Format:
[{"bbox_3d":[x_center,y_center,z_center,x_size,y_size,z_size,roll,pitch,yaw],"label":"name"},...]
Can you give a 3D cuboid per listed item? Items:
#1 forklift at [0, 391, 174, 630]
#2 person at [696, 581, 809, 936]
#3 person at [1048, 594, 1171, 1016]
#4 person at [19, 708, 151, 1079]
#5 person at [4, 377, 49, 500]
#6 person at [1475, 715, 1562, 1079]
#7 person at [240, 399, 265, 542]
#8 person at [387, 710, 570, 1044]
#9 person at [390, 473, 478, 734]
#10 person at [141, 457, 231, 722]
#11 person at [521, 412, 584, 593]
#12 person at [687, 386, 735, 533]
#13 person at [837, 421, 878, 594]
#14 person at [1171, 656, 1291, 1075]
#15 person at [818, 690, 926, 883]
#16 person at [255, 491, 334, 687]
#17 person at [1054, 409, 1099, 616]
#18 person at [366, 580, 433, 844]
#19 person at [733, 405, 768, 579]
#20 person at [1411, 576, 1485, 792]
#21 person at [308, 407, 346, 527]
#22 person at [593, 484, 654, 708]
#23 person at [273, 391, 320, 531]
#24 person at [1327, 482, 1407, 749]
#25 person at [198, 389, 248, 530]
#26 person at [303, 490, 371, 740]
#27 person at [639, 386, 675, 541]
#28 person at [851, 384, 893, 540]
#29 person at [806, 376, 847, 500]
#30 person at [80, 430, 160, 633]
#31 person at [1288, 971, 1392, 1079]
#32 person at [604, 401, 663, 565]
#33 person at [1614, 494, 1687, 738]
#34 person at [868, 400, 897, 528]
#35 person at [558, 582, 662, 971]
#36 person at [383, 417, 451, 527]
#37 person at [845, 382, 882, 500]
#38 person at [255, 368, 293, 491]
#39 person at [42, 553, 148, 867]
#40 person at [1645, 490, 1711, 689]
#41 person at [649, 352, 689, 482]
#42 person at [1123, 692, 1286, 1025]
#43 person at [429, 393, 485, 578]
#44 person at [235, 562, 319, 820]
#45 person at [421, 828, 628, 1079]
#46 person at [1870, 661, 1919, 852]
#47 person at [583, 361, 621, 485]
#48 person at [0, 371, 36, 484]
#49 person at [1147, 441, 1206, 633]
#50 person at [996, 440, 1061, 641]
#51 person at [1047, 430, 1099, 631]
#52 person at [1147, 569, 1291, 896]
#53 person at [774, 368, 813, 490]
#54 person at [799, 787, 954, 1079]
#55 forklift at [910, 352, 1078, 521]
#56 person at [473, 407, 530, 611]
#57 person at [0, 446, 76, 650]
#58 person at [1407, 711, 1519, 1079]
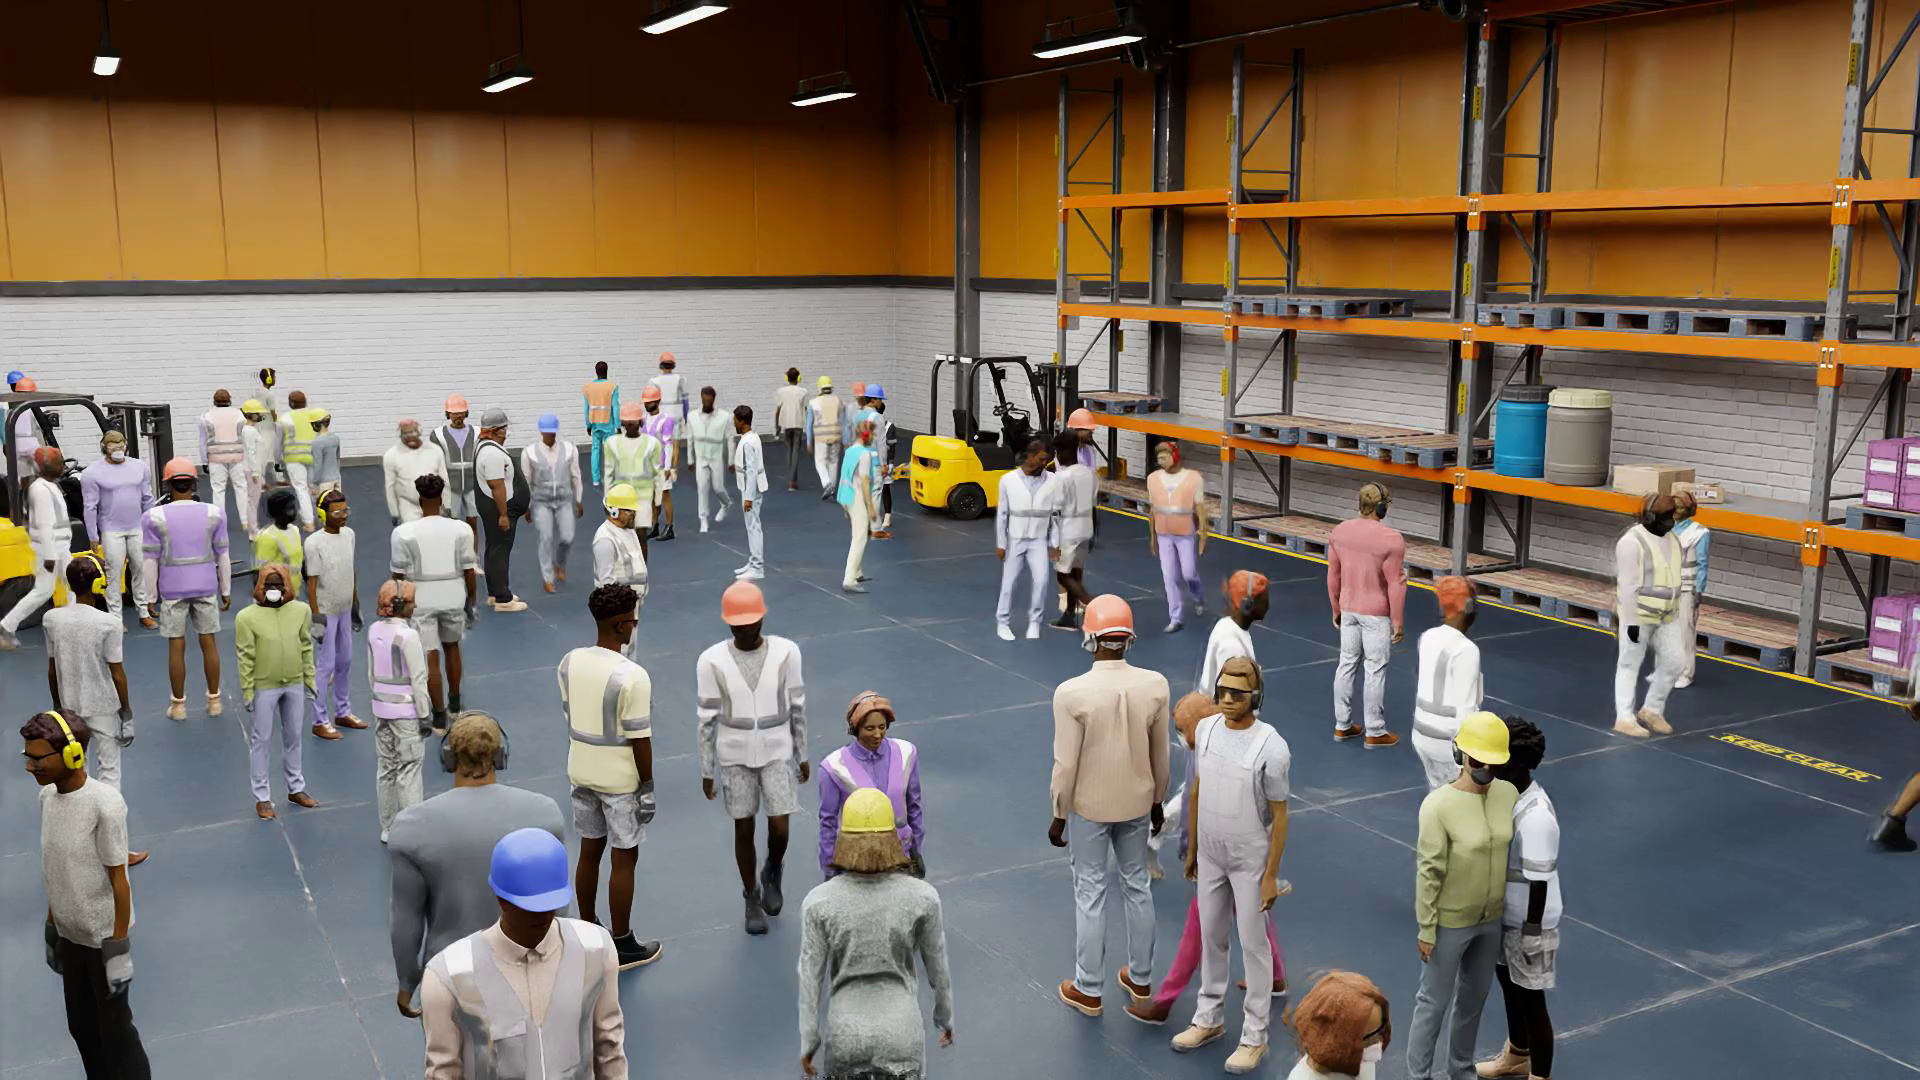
[{"bbox_3d":[-9.026,-0.363,16.508,1.214,2.155,2.313,6,11,29],"label":"forklift"},{"bbox_3d":[-1.078,1.139,8.695,0.581,1.914,0.489,-2,10,-9],"label":"person"},{"bbox_3d":[0.696,1.240,7.856,0.622,1.992,0.396,-4,11,-23],"label":"person"},{"bbox_3d":[-3.392,1.556,6.457,0.523,1.856,0.341,6,11,30],"label":"person"},{"bbox_3d":[-12.215,-1.166,21.870,0.544,1.939,0.372,0,10,2],"label":"person"},{"bbox_3d":[2.328,1.554,6.951,0.323,1.690,0.547,0,10,-1],"label":"person"},{"bbox_3d":[-8.723,-0.861,20.609,0.312,1.767,0.533,-4,10,-20],"label":"person"},{"bbox_3d":[-1.758,1.575,6.135,0.641,1.928,0.386,-5,11,-25],"label":"person"},{"bbox_3d":[-3.978,0.459,12.518,0.610,1.942,0.731,-6,11,-31],"label":"person"},{"bbox_3d":[-5.908,0.377,12.741,0.611,2.030,0.410,-7,12,-34],"label":"person"},{"bbox_3d":[-4.281,-0.393,17.469,0.659,1.922,0.538,-4,11,-23],"label":"person"},{"bbox_3d":[-3.192,-1.066,21.459,0.643,1.887,0.699,1,10,7],"label":"person"},{"bbox_3d":[-1.093,-0.361,17.687,0.532,1.793,0.765,-4,10,-19],"label":"person"},{"bbox_3d":[1.199,1.408,7.316,0.345,1.847,0.506,-9,13,-43],"label":"person"},{"bbox_3d":[-0.402,1.474,7.556,0.520,1.630,0.325,-6,11,-30],"label":"person"},{"bbox_3d":[-5.460,0.418,13.545,0.849,1.649,0.552,0,10,1],"label":"person"},{"bbox_3d":[1.187,-0.280,16.464,0.378,2.045,0.605,7,12,35],"label":"person"},{"bbox_3d":[-3.356,1.049,9.987,0.513,1.637,0.313,8,13,39],"label":"person"},{"bbox_3d":[-2.302,-0.525,18.252,0.398,1.915,0.589,-1,10,-6],"label":"person"},{"bbox_3d":[2.641,1.127,8.913,0.404,1.856,0.673,-1,10,-4],"label":"person"},{"bbox_3d":[-7.480,-0.683,19.603,0.320,1.763,0.522,2,10,9],"label":"person"},{"bbox_3d":[-2.604,0.469,12.818,0.403,1.817,0.601,1,10,6],"label":"person"},{"bbox_3d":[-8.555,-1.033,21.546,0.618,1.790,0.969,-9,13,-43],"label":"person"},{"bbox_3d":[2.951,0.540,12.047,0.358,1.938,0.636,-8,13,-39],"label":"person"},{"bbox_3d":[-9.412,-1.021,21.352,0.629,1.836,0.429,-5,11,-26],"label":"person"},{"bbox_3d":[-4.618,0.540,12.299,0.350,1.861,0.513,3,10,19],"label":"person"},{"bbox_3d":[-3.788,-0.951,20.657,0.543,1.931,0.387,7,12,35],"label":"person"},{"bbox_3d":[-1.099,-0.970,20.739,0.402,1.940,0.602,-8,13,-38],"label":"person"},{"bbox_3d":[-1.898,-1.456,23.972,0.606,1.804,0.708,-4,10,-19],"label":"person"},{"bbox_3d":[-7.892,-0.079,15.660,0.384,1.929,0.635,9,13,41],"label":"person"},{"bbox_3d":[1.051,1.970,4.735,0.381,1.612,0.519,7,12,36],"label":"person"},{"bbox_3d":[-3.462,-0.484,17.714,0.616,2.022,0.871,0,10,-1],"label":"person"},{"bbox_3d":[5.080,0.566,12.227,0.623,1.827,0.488,-5,11,-25],"label":"person"},{"bbox_3d":[-1.078,-0.999,21.605,0.539,1.696,0.317,4,11,23],"label":"person"},{"bbox_3d":[-1.749,1.176,8.348,0.598,1.958,0.373,7,12,35],"label":"person"},{"bbox_3d":[-5.707,-0.365,17.502,0.654,1.880,0.759,-7,12,-34],"label":"person"},{"bbox_3d":[-1.421,-1.453,24.223,0.567,1.704,0.900,-4,11,-24],"label":"person"},{"bbox_3d":[-10.286,-1.658,24.966,0.785,1.837,0.539,-9,13,-43],"label":"person"},{"bbox_3d":[-5.013,1.005,9.611,0.510,1.861,0.324,1,10,8],"label":"person"},{"bbox_3d":[5.928,0.401,13.725,0.314,1.636,0.524,-6,12,-31],"label":"person"},{"bbox_3d":[-4.568,-1.940,26.138,0.612,2.007,0.953,-2,10,-10],"label":"person"},{"bbox_3d":[1.151,1.469,7.764,0.897,1.562,0.580,-2,10,-11],"label":"person"},{"bbox_3d":[-5.469,-0.585,18.223,0.615,2.042,0.372,-5,11,-28],"label":"person"},{"bbox_3d":[-4.340,0.943,10.606,0.286,1.632,0.500,9,13,41],"label":"person"},{"bbox_3d":[-1.270,1.776,4.943,0.604,1.939,0.414,-6,12,-32],"label":"person"},{"bbox_3d":[5.933,0.940,9.911,1.003,1.892,0.561,-1,10,-4],"label":"person"},{"bbox_3d":[-5.480,-1.778,25.484,0.587,1.911,0.397,3,10,16],"label":"person"},{"bbox_3d":[-13.026,-1.382,23.132,0.425,1.938,0.603,7,12,35],"label":"person"},{"bbox_3d":[2.078,-0.054,15.839,0.597,1.807,0.698,5,11,26],"label":"person"},{"bbox_3d":[0.631,0.009,15.300,0.596,1.880,0.515,-2,10,-12],"label":"person"},{"bbox_3d":[1.098,-0.053,15.482,0.722,1.941,0.619,8,13,39],"label":"person"},{"bbox_3d":[1.392,1.067,9.284,0.879,1.857,0.575,1,10,5],"label":"person"},{"bbox_3d":[-2.496,-1.703,25.304,0.543,1.821,0.948,2,10,13],"label":"person"},{"bbox_3d":[-0.289,1.728,5.857,0.540,1.711,0.562,0,10,-2],"label":"person"},{"bbox_3d":[0.460,-1.461,22.833,2.313,2.155,1.214,-5,11,-28],"label":"forklift"},{"bbox_3d":[-4.585,-0.318,16.691,0.537,2.000,0.682,-5,11,-25],"label":"person"},{"bbox_3d":[-8.265,0.077,14.981,0.891,1.858,0.586,-3,10,-19],"label":"person"},{"bbox_3d":[2.072,1.546,6.764,0.533,1.764,0.323,-6,11,-29],"label":"person"}]
